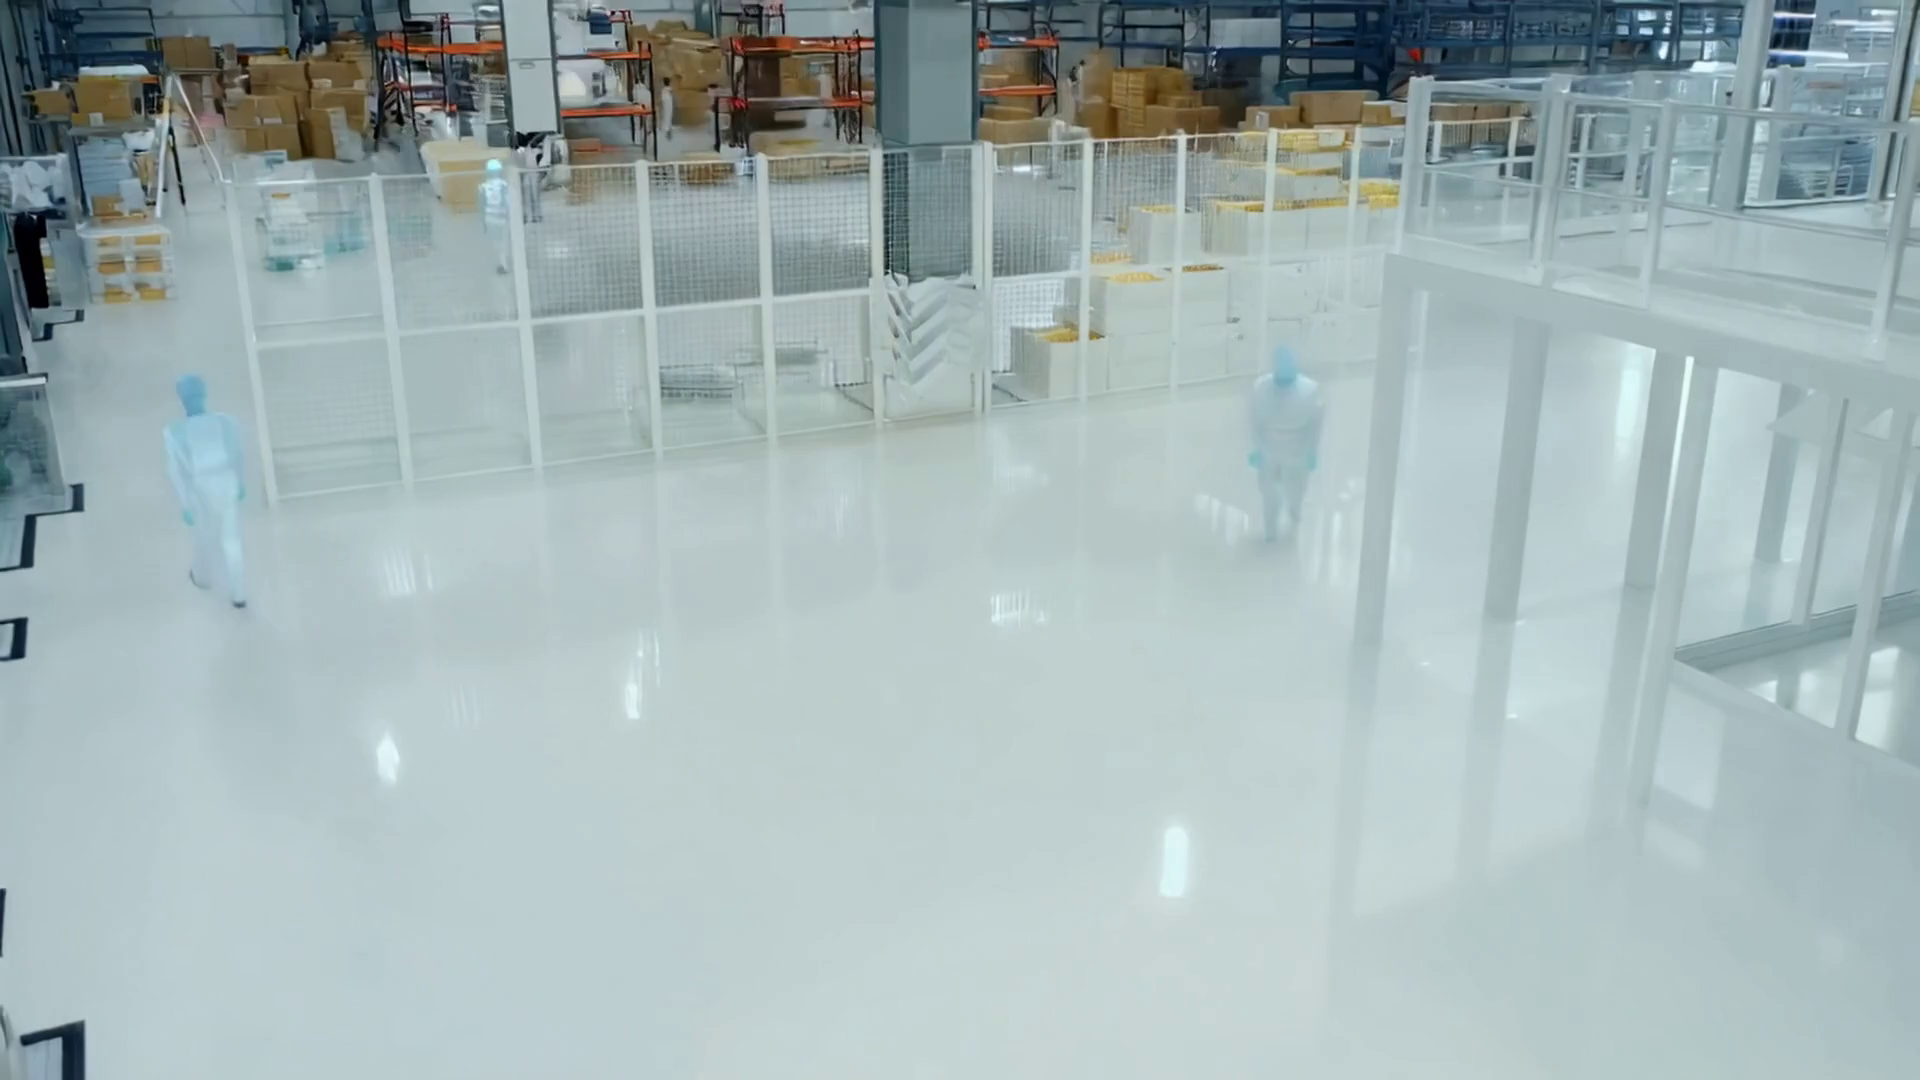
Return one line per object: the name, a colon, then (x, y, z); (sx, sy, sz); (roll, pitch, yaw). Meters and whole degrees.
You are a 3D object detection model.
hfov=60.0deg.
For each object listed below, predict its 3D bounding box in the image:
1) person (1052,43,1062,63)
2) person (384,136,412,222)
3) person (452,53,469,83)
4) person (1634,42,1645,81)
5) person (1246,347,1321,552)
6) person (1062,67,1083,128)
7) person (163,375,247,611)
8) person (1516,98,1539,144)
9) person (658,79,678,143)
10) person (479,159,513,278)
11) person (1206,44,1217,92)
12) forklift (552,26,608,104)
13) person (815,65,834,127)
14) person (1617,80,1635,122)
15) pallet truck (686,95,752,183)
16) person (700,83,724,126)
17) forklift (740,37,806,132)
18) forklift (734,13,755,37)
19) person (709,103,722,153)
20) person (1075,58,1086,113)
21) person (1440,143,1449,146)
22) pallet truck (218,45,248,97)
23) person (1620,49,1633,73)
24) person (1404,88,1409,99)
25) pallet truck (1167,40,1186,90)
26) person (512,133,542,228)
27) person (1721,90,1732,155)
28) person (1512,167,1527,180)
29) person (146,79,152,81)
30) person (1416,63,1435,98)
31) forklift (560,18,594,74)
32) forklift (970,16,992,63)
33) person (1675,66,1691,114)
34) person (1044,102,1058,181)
person: (4.523, -22.318, 77.307); (0.533, 1.580, 0.862); (8, 21, 22)
person: (-11.483, -7.280, 33.549); (0.686, 1.715, 0.497); (2, 19, 5)
person: (-18.415, -16.999, 61.411); (0.555, 1.912, 0.735); (1, 19, 2)
person: (30.152, -21.268, 73.806); (0.454, 1.892, 0.672); (12, 22, 32)
person: (2.834, -0.820, 14.636); (0.643, 1.829, 0.588); (6, 20, 16)
person: (3.575, -14.055, 52.898); (0.629, 1.896, 0.485); (-13, 23, -32)
person: (-6.044, -0.409, 13.366); (0.598, 1.881, 0.969); (-13, 23, -33)
person: (13.532, -9.638, 39.878); (0.688, 2.000, 0.551); (-6, 20, -17)
person: (-8.587, -12.643, 48.964); (0.526, 1.798, 0.960); (-9, 21, -24)
person: (-7.591, -5.291, 27.444); (0.619, 1.924, 0.457); (2, 19, 4)
person: (10.343, -19.427, 68.459); (0.473, 1.898, 0.638); (-8, 21, -22)
forklift: (-14.366, -17.840, 62.386); (1.873, 2.768, 1.129); (-9, 21, -25)
person: (-4.372, -14.251, 53.436); (0.655, 1.920, 0.646); (9, 21, 24)
person: (19.780, -12.844, 49.626); (0.548, 1.724, 0.852); (-1, 19, -2)
pallet truck: (-5.836, -9.608, 39.856); (0.823, 1.965, 1.885); (10, 22, 27)
person: (-6.809, -11.552, 45.641); (0.629, 1.901, 0.617); (11, 22, 30)
forklift: (-5.875, -14.239, 51.946); (1.873, 2.768, 1.129); (-9, 21, -25)
forklift: (-10.252, -23.696, 79.360); (1.129, 2.768, 1.873); (-9, 21, -25)
person: (-6.148, -10.125, 41.815); (0.319, 1.693, 0.532); (-9, 21, -24)
person: (4.229, -15.958, 58.456); (0.329, 1.872, 0.507); (13, 23, 34)
person: (8.774, -6.194, 30.074); (0.606, 1.917, 0.556); (15, 24, 37)
pallet truck: (-28.879, -18.665, 66.111); (0.823, 1.965, 1.885); (-3, 19, -9)
person: (30.598, -21.971, 76.187); (0.531, 1.668, 0.787); (-8, 21, -22)
person: (11.666, -10.802, 43.401); (0.551, 1.940, 0.349); (-3, 19, -8)
pallet truck: (9.045, -19.971, 69.895); (0.823, 1.965, 1.885); (-3, 19, -8)
person: (-8.565, -7.085, 32.806); (0.430, 1.837, 0.620); (12, 23, 32)
person: (19.355, -10.351, 42.011); (0.381, 1.994, 0.622); (11, 22, 30)
person: (8.769, -5.042, 26.796); (0.777, 1.926, 0.664); (-5, 20, -15)
person: (-25.028, -13.437, 51.511); (0.515, 1.634, 0.313); (10, 21, 27)
person: (15.178, -14.607, 54.421); (0.624, 1.942, 0.500); (-9, 21, -25)
forklift: (-16.964, -21.175, 72.054); (1.873, 2.768, 1.129); (-9, 21, -25)
forklift: (0.510, -23.892, 79.929); (1.873, 2.768, 1.129); (6, 20, 17)
person: (25.113, -15.628, 57.830); (0.631, 1.635, 0.882); (16, 25, 38)
person: (2.181, -9.586, 40.008); (0.328, 1.861, 0.503); (-1, 19, -2)
